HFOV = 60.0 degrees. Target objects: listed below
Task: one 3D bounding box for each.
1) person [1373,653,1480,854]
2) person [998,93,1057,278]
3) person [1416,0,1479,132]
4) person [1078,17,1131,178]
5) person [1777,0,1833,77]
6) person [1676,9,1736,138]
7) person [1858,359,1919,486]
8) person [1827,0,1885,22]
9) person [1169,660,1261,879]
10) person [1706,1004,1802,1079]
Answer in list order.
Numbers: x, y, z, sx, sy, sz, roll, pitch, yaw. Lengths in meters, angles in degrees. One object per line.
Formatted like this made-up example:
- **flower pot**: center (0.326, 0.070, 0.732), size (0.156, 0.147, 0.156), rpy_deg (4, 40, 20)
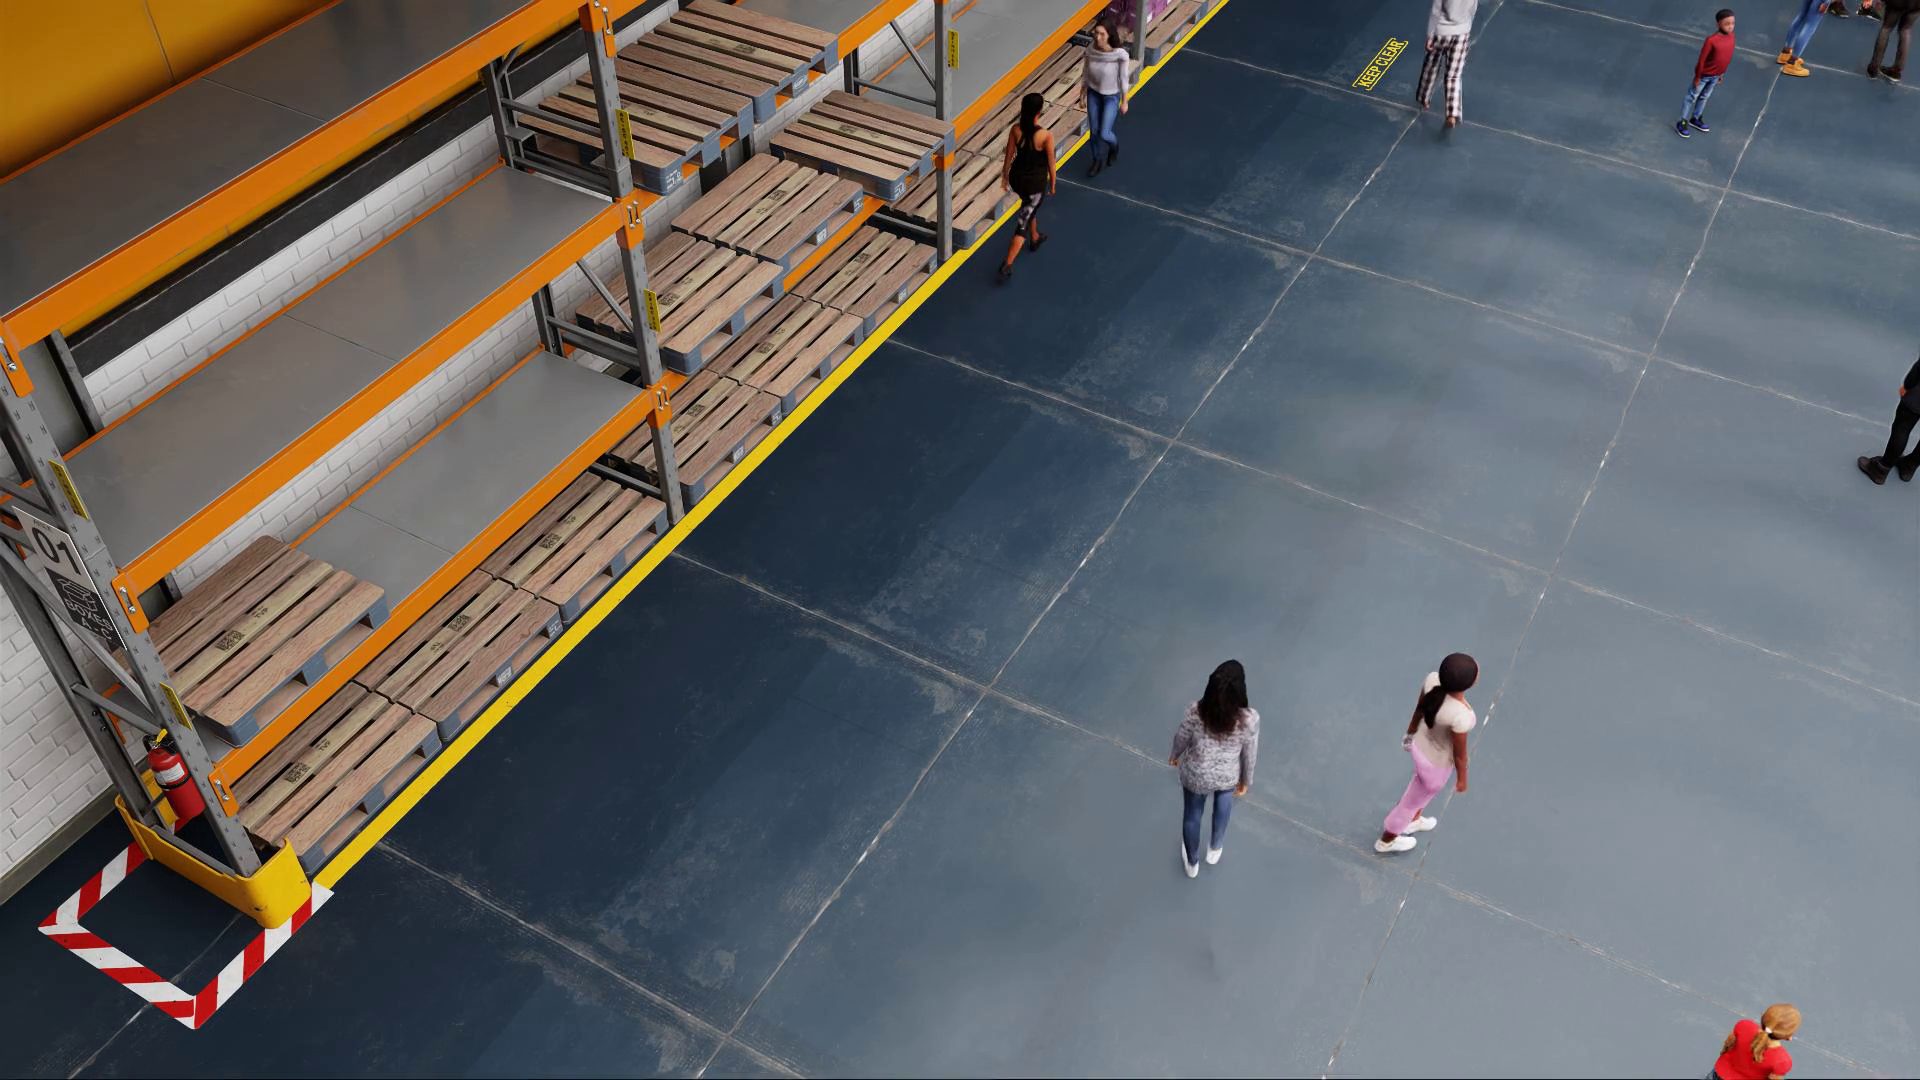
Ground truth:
- **person**: center (2.666, 1.292, 9.702), size (0.824, 1.725, 0.764), rpy_deg (-8, 44, -9)
- **person**: center (0.554, -3.030, 14.303), size (0.648, 1.635, 1.098), rpy_deg (22, 48, 21)
- **person**: center (4.775, -4.855, 16.087), size (0.963, 1.817, 1.184), rpy_deg (1, 44, 1)
- **person**: center (1.380, -4.134, 15.478), size (0.644, 1.613, 0.663), rpy_deg (25, 49, 24)
- **person**: center (8.748, -5.590, 16.935), size (0.718, 1.711, 0.570), rpy_deg (6, 44, 6)
- **person**: center (7.289, -4.570, 16.195), size (0.575, 1.256, 0.651), rpy_deg (-16, 46, -17)
- **person**: center (7.163, -1.129, 12.202), size (0.735, 1.781, 0.773), rpy_deg (-3, 44, -3)
- **person**: center (9.743, -6.530, 17.829), size (0.945, 1.840, 0.973), rpy_deg (-21, 47, -20)
- **person**: center (1.449, 1.402, 9.592), size (0.727, 1.717, 0.743), rpy_deg (2, 44, 2)
- **person**: center (3.909, 2.789, 8.452), size (0.944, 1.281, 0.698), rpy_deg (-28, 50, -26)
